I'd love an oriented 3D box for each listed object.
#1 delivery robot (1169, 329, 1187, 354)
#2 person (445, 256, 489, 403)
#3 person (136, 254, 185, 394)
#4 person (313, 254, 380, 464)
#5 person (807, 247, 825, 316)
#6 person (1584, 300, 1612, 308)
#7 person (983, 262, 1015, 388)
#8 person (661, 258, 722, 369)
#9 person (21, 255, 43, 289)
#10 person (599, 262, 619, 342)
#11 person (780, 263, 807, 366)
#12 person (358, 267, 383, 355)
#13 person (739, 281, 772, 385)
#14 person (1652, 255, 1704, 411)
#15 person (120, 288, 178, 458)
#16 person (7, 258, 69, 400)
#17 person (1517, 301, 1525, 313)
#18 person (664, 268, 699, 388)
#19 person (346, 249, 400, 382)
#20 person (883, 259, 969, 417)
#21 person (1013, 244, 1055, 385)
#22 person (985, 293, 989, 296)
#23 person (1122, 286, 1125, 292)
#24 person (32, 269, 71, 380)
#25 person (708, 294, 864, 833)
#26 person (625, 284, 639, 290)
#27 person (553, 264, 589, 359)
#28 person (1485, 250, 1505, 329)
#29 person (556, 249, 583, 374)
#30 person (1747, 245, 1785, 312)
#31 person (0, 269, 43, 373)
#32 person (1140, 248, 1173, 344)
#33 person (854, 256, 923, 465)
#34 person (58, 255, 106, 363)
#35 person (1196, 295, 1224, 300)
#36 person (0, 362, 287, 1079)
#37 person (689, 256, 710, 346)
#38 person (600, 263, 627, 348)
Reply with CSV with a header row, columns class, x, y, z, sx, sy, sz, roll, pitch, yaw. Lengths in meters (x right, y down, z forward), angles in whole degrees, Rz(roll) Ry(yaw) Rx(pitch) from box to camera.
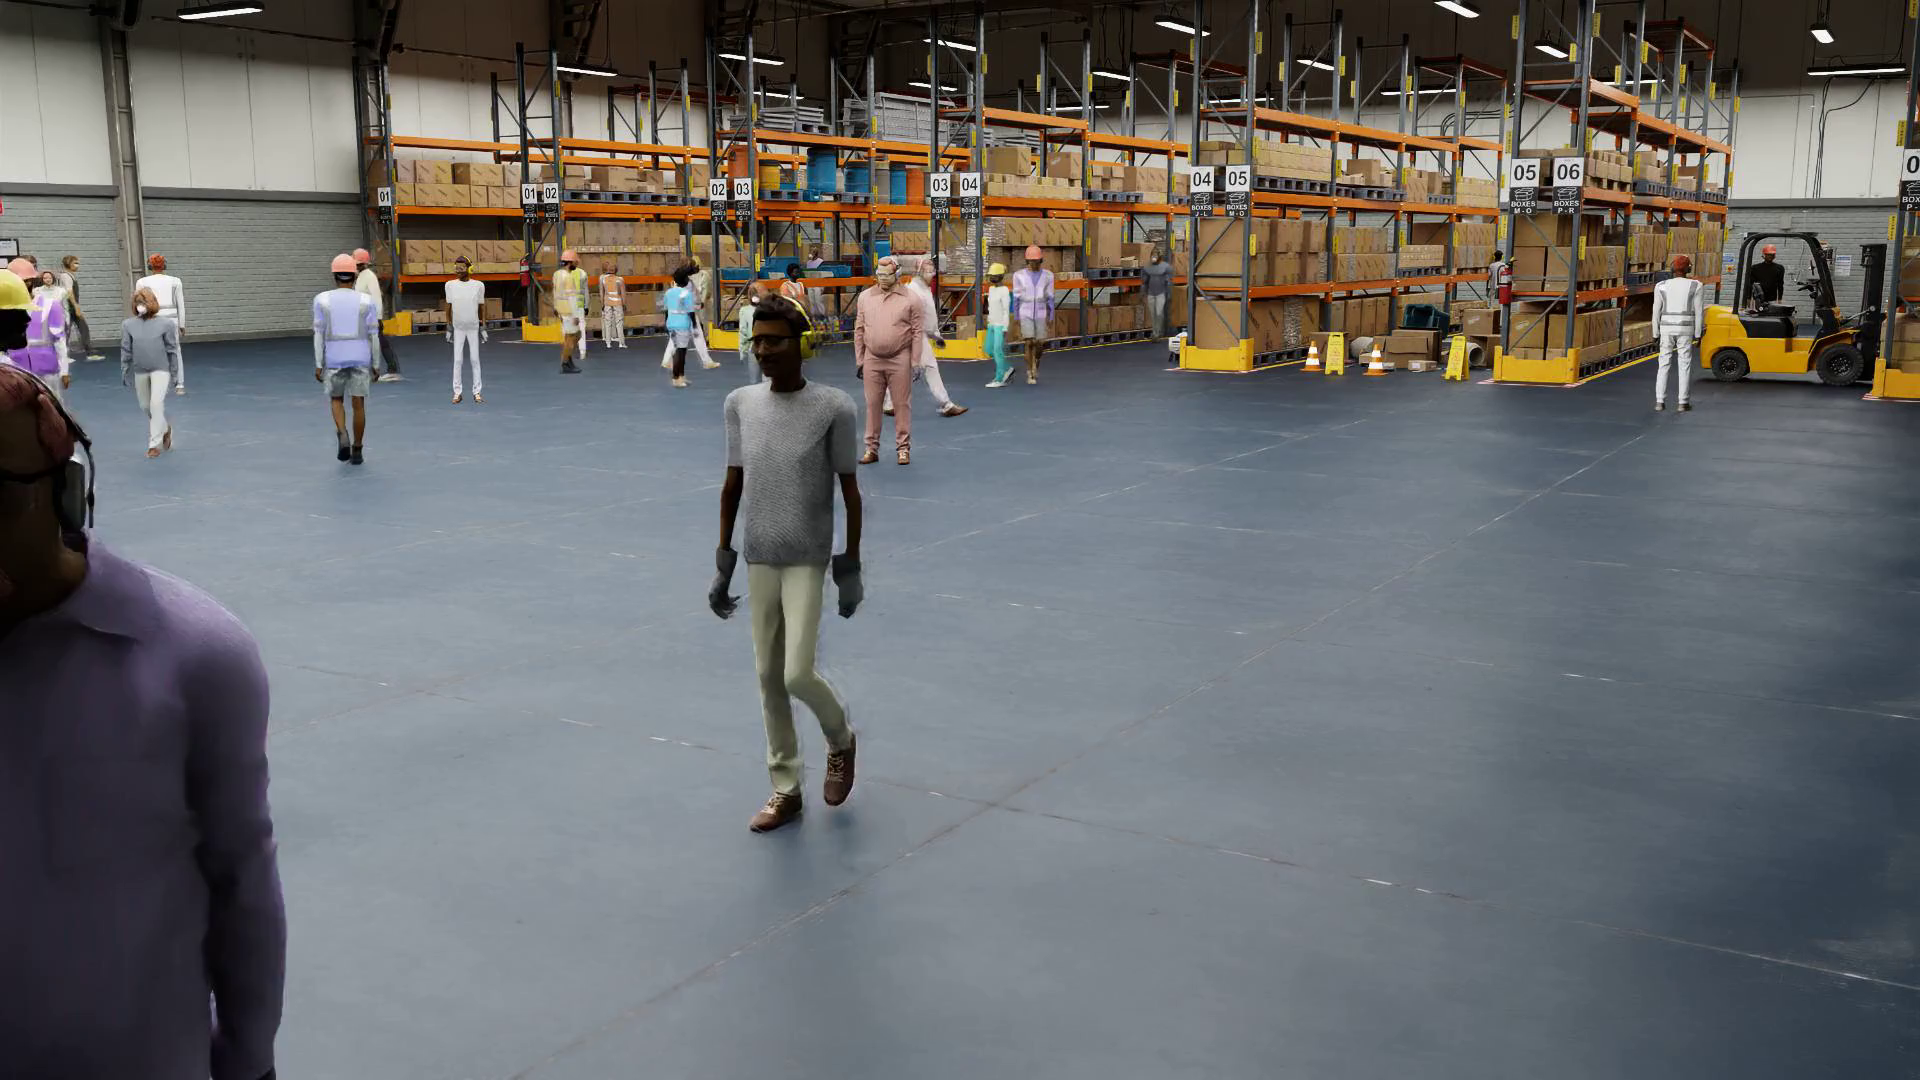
class,x,y,z,sx,sy,sz,roll,pitch,yaw
delivery robot,3.869,-3.394,28.600,0.477,0.478,0.707,6,12,31
person,-6.259,-2.663,21.106,0.521,1.864,0.334,-2,10,-13
person,-10.640,-2.866,22.187,0.575,1.882,0.355,-8,13,-38
person,-5.603,-1.647,15.235,0.576,1.924,0.400,-3,11,-17
person,-3.438,-6.010,39.636,0.359,1.938,0.632,-10,14,-43
person,15.709,-6.243,40.655,1.076,2.000,0.705,10,14,43
person,0.559,-3.016,23.370,0.427,1.751,0.553,-5,11,-26
person,-4.379,-3.623,26.678,0.963,1.795,0.639,-4,11,-23
person,-14.831,-3.624,26.562,0.624,1.839,0.430,3,11,17
person,-7.226,-4.899,34.243,0.511,1.645,0.307,7,12,34
person,-2.722,-3.680,27.266,0.315,1.696,0.541,6,12,31
person,-10.750,-4.134,30.010,0.533,1.617,0.517,-1,10,-7
person,-2.224,-2.111,18.751,0.513,1.609,0.663,1,10,6
person,8.679,-2.499,20.126,0.576,1.884,0.354,6,12,31
person,-7.745,-1.615,15.958,0.507,1.604,0.734,-1,10,-4
person,-8.238,-1.555,14.805,0.553,1.903,0.941,-4,11,-20
person,14.489,-6.553,42.680,0.359,1.937,0.635,5,11,24
person,-3.883,-2.979,23.390,0.552,1.671,0.624,8,13,39
person,-8.645,-3.236,24.096,0.997,1.929,0.644,-5,11,-27
person,-0.434,-2.333,19.311,1.014,1.840,0.627,0,10,2
person,1.049,-3.237,23.928,0.613,2.012,0.589,-1,10,-7
person,0.702,-4.869,33.306,0.370,1.916,0.597,-4,11,-21
person,4.120,-6.011,39.778,0.659,1.889,0.447,7,12,34
person,-13.379,-3.158,24.496,0.515,1.641,0.315,-8,13,-38
person,-0.604,0.083,5.758,0.515,1.856,0.429,5,11,24
person,-7.572,-5.701,38.530,0.321,1.717,0.690,5,11,28
person,-6.813,-4.086,29.137,0.634,1.841,0.429,-5,11,-26
person,12.736,-5.933,39.444,0.509,1.860,0.334,3,11,15
person,-6.034,-3.540,25.845,0.452,1.921,0.579,-4,11,-23
person,15.137,-4.545,31.274,0.624,1.993,0.388,4,11,20
person,-4.182,-0.229,7.325,0.444,1.910,0.595,-7,12,-33
person,3.900,-4.888,33.422,0.654,1.910,0.771,6,12,29
person,-0.664,-1.634,15.236,0.639,1.902,0.407,2,10,10
person,-14.888,-3.883,28.067,0.839,1.810,0.505,-3,11,-16
person,4.597,-4.417,30.710,0.649,1.930,0.838,6,12,30
person,-1.258,0.689,2.276,0.650,1.885,0.795,-3,10,-15
person,-5.159,-4.632,32.407,0.575,1.764,0.928,4,11,20
person,-6.674,-4.504,32.044,0.512,1.639,0.312,1,10,6
